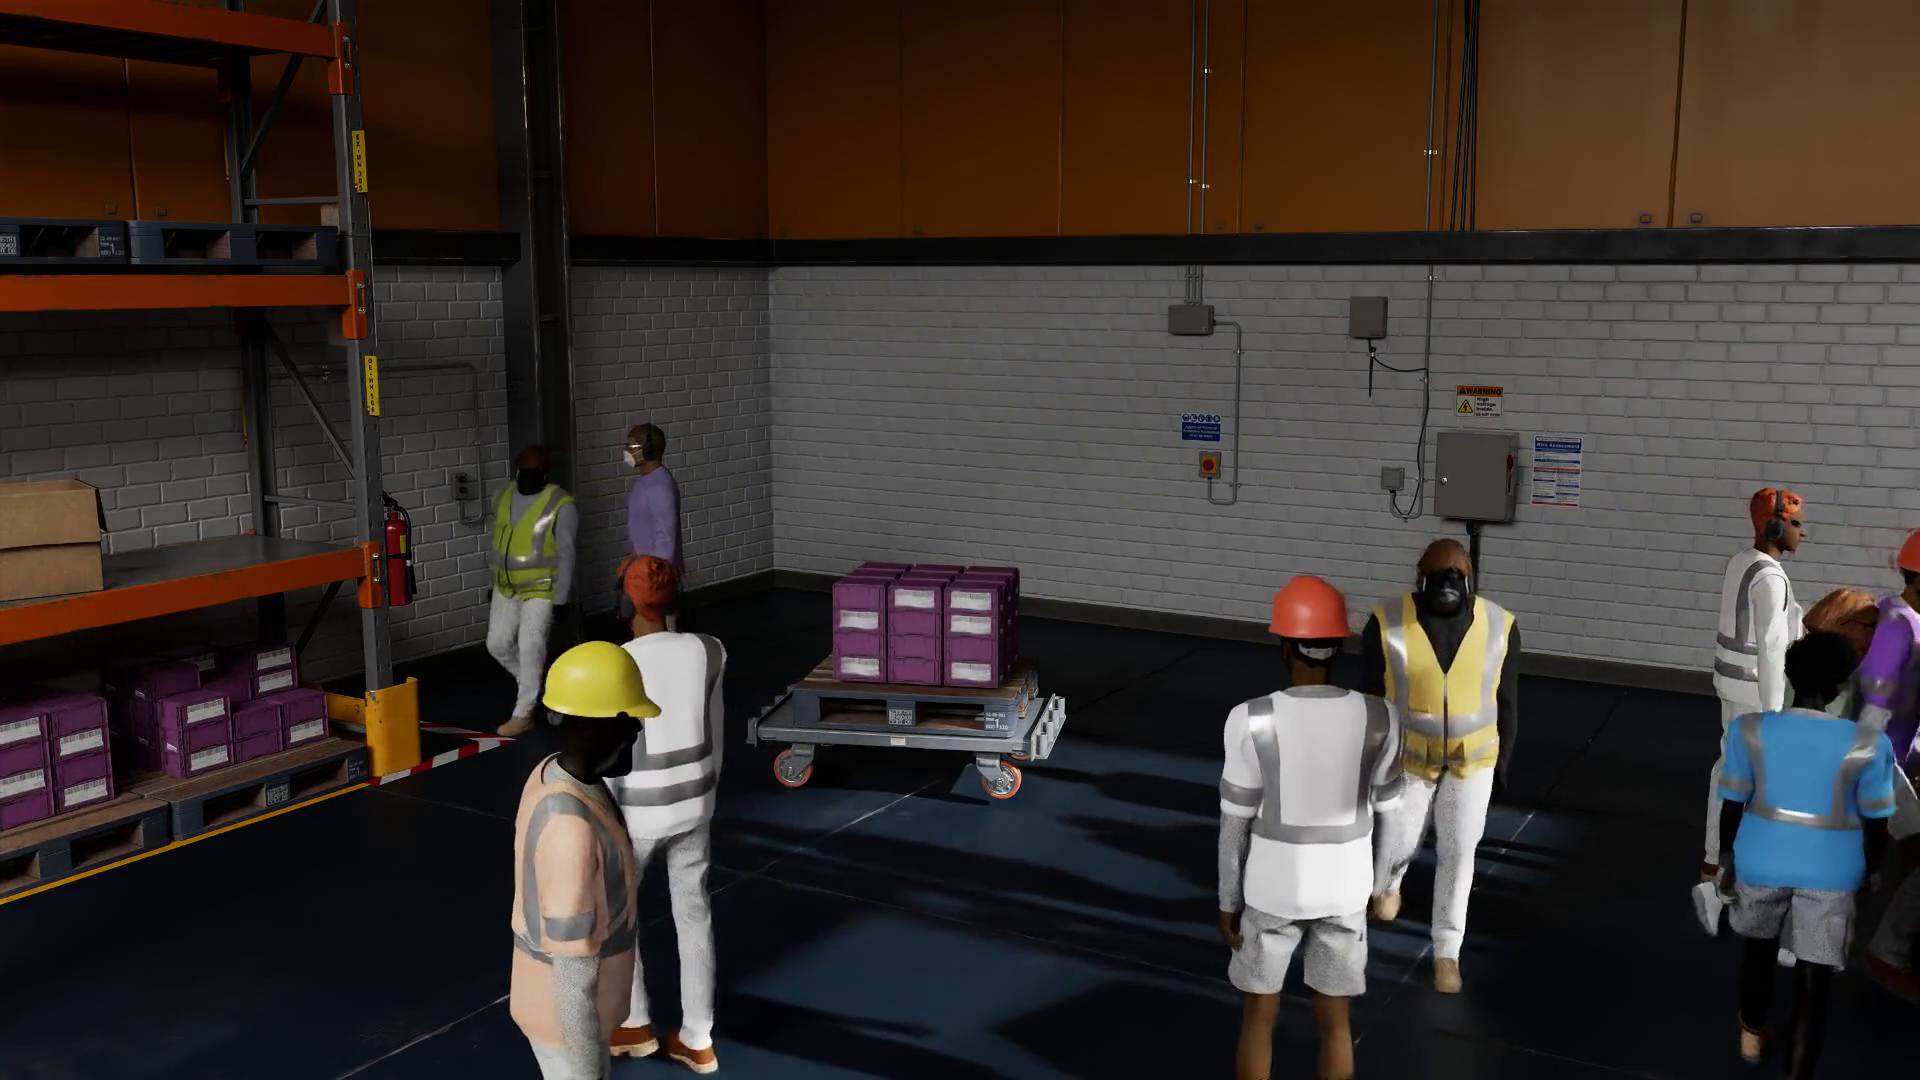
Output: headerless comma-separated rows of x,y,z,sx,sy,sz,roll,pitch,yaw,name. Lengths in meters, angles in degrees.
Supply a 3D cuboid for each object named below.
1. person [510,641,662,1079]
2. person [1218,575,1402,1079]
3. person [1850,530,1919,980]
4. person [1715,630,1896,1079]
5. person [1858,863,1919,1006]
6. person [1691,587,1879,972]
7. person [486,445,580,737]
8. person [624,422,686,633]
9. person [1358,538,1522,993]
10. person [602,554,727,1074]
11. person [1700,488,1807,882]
-0.960,1.202,4.321,0.402,1.918,0.584,-2,9,-14,person
1.059,1.062,5.132,0.552,1.935,0.395,0,9,0,person
3.712,0.853,6.722,0.891,1.863,0.578,5,10,27,person
2.832,1.121,5.628,0.531,1.657,0.854,7,11,36,person
3.960,0.921,6.214,0.645,1.875,1.060,-6,11,-34,person
3.344,0.966,6.715,0.539,1.608,0.538,1,9,9,person
-2.630,0.306,10.238,0.679,1.810,0.484,4,10,25,person
-1.874,0.245,10.210,0.371,1.940,0.627,-3,9,-16,person
1.929,0.860,6.783,0.634,1.818,0.672,2,9,10,person
-1.091,0.968,5.942,0.588,1.866,0.603,-7,11,-36,person
3.598,0.702,7.527,0.338,1.882,0.583,2,9,10,person
